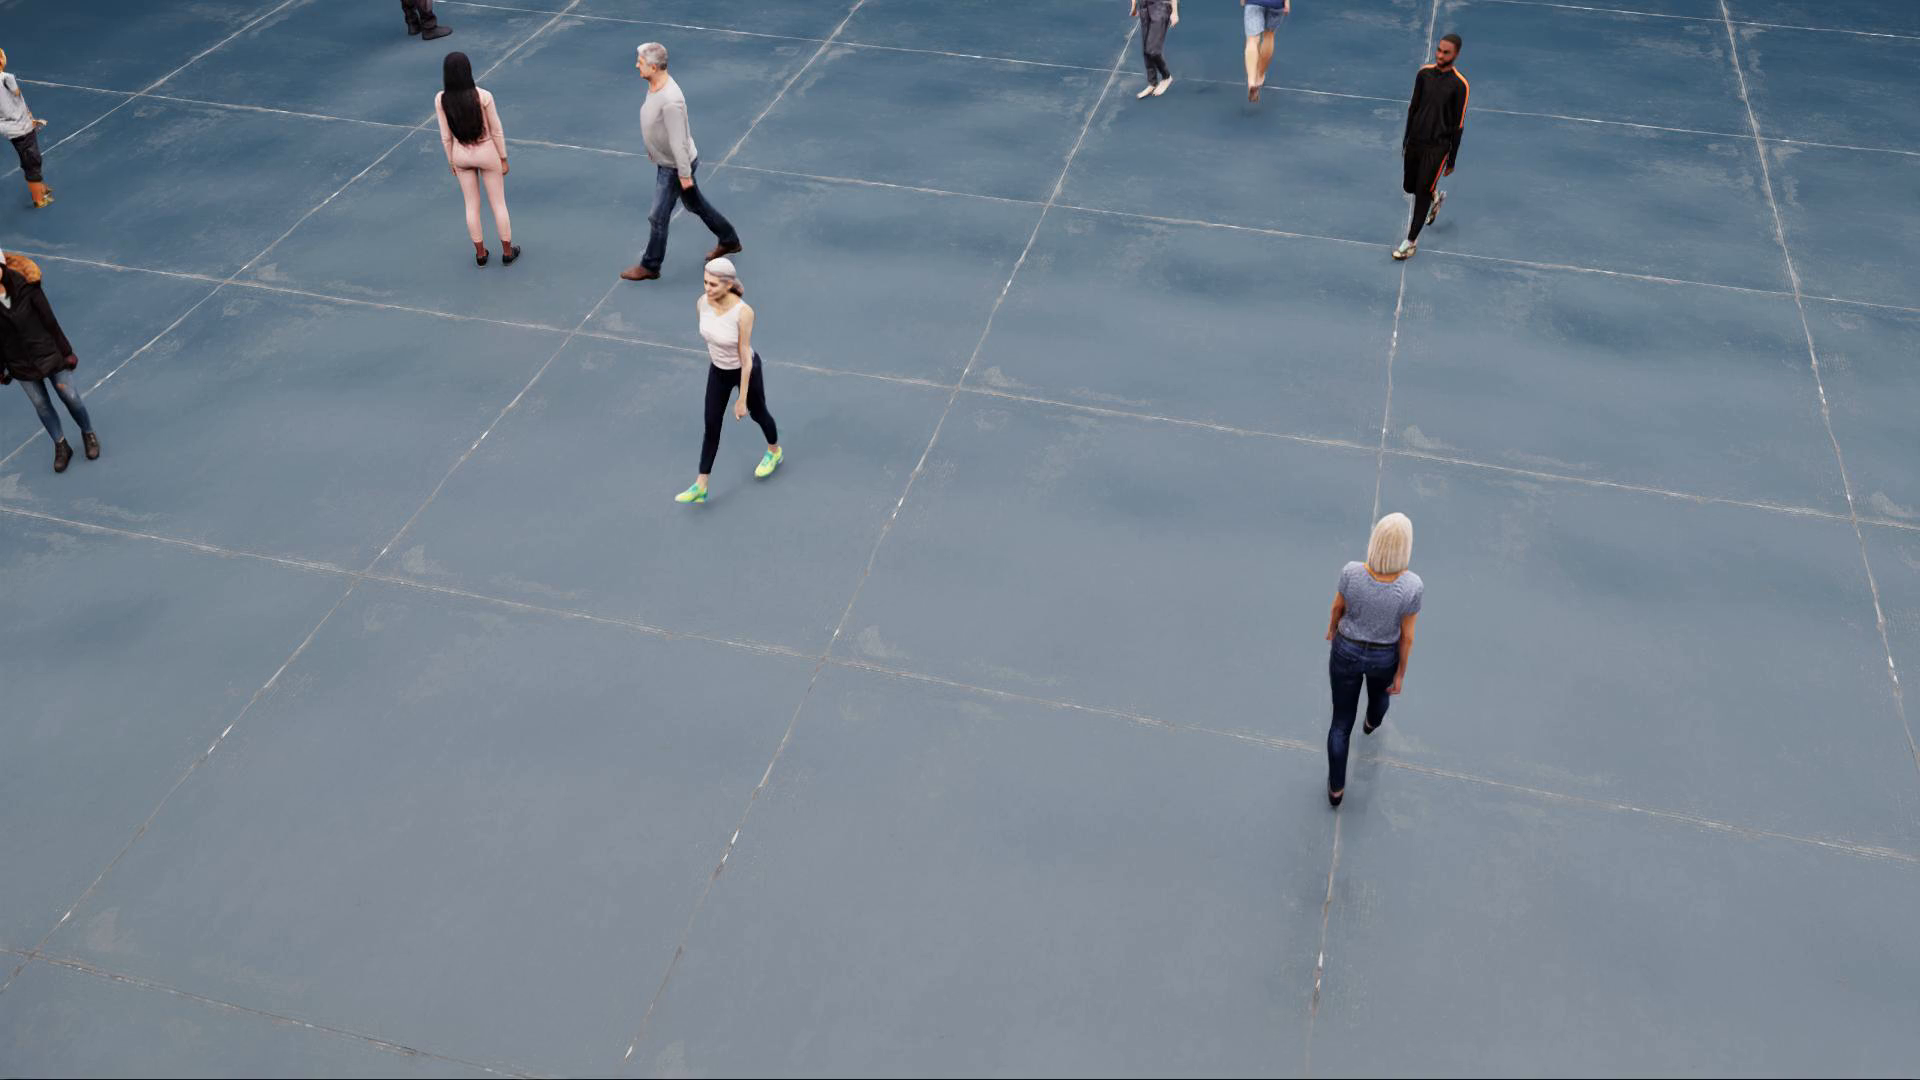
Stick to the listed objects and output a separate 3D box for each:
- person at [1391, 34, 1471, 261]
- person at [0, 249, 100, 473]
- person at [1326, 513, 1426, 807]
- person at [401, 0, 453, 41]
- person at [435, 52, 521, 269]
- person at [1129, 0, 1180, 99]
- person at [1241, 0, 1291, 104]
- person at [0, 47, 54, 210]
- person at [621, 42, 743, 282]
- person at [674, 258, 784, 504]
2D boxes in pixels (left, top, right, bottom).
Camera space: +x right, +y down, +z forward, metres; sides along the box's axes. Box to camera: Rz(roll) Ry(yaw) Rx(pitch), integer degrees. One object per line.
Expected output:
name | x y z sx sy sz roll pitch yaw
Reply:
person | 3.747 -3.122 13.092 1.115 1.794 0.949 -31 48 -33
person | -5.996 -1.217 10.787 0.750 1.633 0.784 -13 40 -16
person | 2.026 0.645 8.365 0.563 1.685 1.023 9 39 12
person | -5.580 -5.983 16.722 0.771 1.826 0.731 25 44 28
person | -3.755 -2.943 12.920 0.678 1.722 0.638 -2 38 -2
person | 1.886 -4.966 15.490 0.809 1.742 0.776 -25 45 -29
person | 2.844 -4.990 15.461 0.702 1.816 1.135 5 38 6
person | -7.886 -3.448 13.792 0.618 1.444 0.633 6 38 7
person | -2.101 -2.889 12.737 1.234 1.863 1.295 -11 39 -13
person | -1.357 -1.063 10.566 0.862 1.662 1.205 23 44 27
